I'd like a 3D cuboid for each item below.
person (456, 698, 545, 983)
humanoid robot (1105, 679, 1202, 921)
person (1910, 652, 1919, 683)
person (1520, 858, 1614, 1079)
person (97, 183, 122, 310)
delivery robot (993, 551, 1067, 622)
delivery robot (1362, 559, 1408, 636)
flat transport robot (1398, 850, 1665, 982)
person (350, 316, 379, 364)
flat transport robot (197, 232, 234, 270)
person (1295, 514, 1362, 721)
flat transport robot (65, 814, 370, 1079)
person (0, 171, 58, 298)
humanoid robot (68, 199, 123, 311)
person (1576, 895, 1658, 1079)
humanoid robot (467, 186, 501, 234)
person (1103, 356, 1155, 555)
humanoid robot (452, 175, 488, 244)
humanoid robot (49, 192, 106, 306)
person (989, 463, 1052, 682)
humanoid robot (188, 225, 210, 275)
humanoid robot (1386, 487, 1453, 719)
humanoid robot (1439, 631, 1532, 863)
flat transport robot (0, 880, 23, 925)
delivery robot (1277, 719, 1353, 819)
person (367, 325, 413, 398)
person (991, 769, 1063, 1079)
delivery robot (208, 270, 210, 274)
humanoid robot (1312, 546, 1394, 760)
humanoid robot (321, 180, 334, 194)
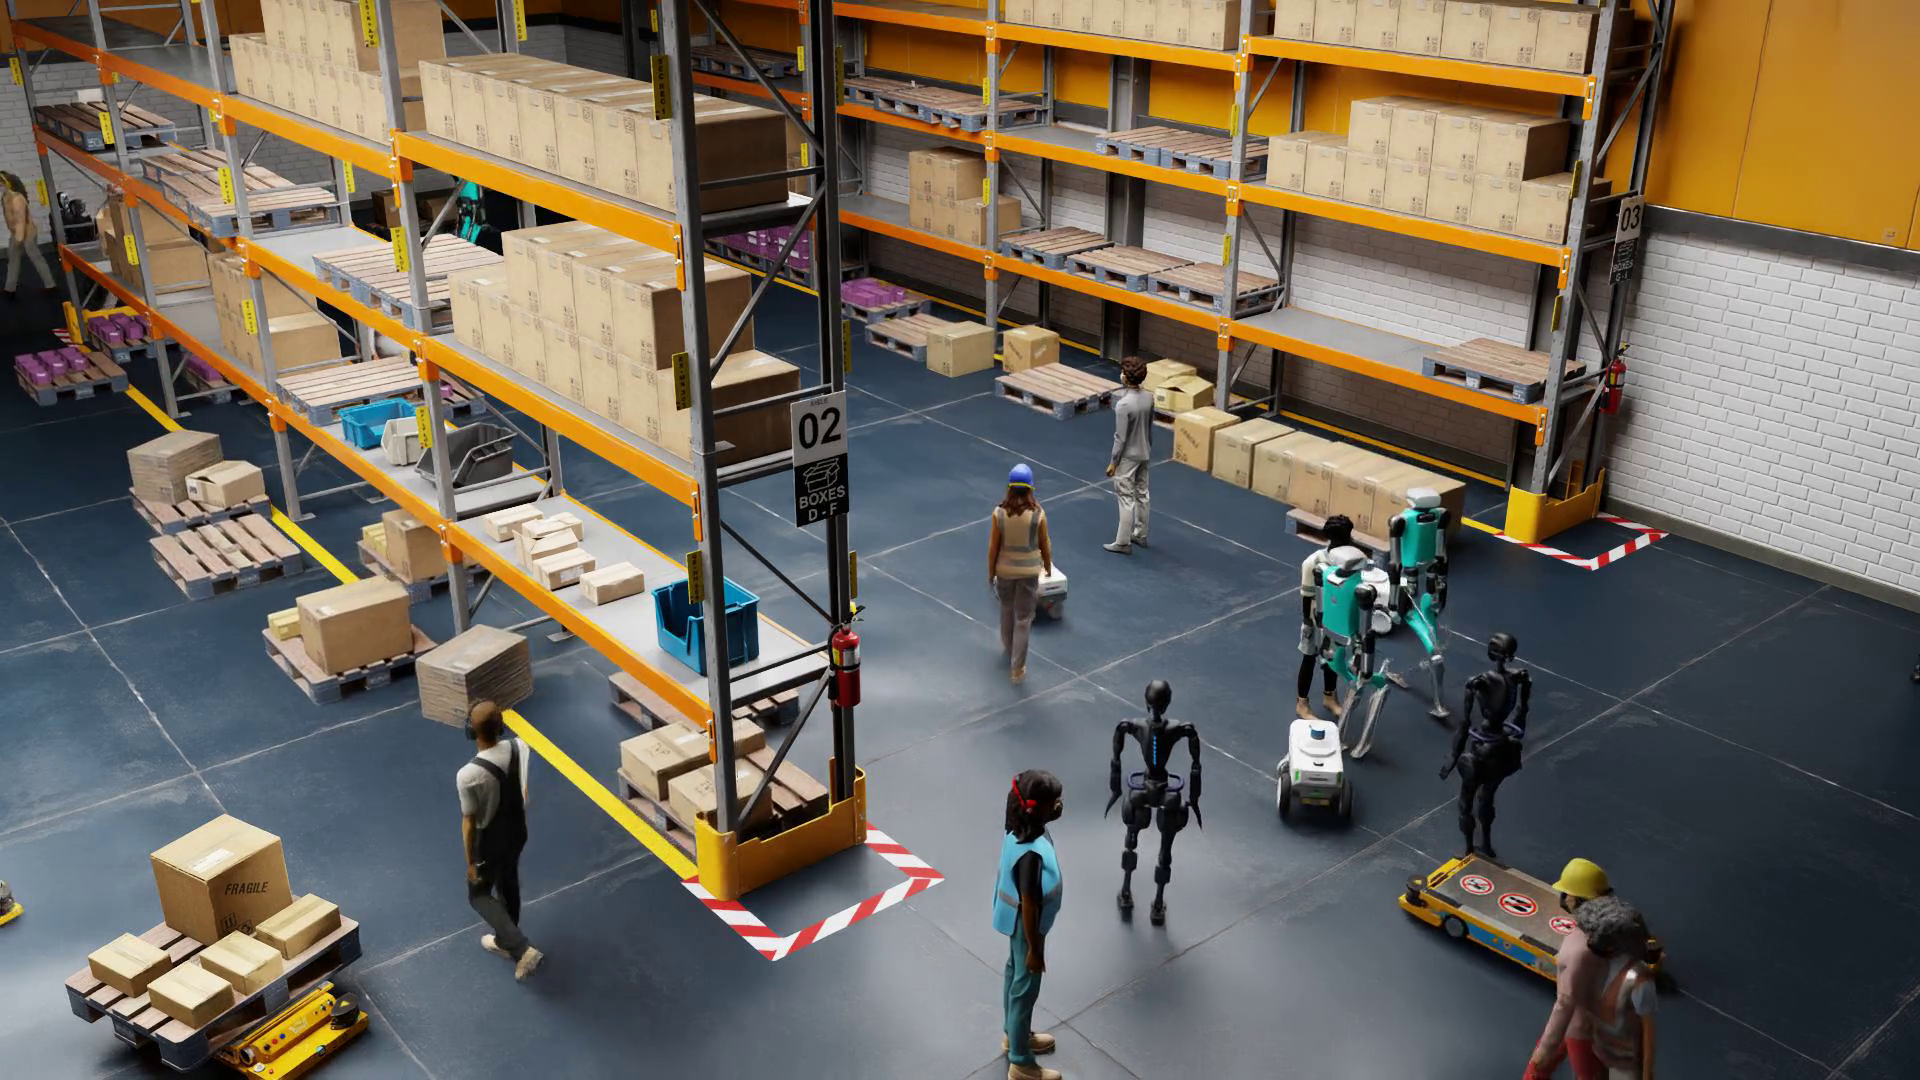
[{"bbox_3d":[-2.670,1.742,9.648,0.620,1.819,0.510,16,28,32],"label":"person"},{"bbox_3d":[1.190,1.580,10.194,0.599,1.649,0.356,4,24,8],"label":"humanoid robot"},{"bbox_3d":[7.808,0.261,12.957,0.549,1.922,0.387,15,28,31],"label":"person"},{"bbox_3d":[3.009,2.387,8.282,0.893,1.705,0.637,11,26,25],"label":"person"},{"bbox_3d":[-11.525,-3.992,22.897,0.650,1.853,1.001,20,31,39],"label":"person"},{"bbox_3d":[0.631,0.353,14.455,0.521,0.586,0.747,-9,25,-21],"label":"delivery robot"},{"bbox_3d":[3.463,0.446,14.240,0.766,0.587,0.499,14,27,30],"label":"delivery robot"},{"bbox_3d":[3.486,2.355,10.190,0.659,0.231,1.431,-21,31,-39],"label":"flat transport robot"},{"bbox_3d":[-7.177,-2.728,20.083,0.495,1.759,0.335,14,27,29],"label":"person"},{"bbox_3d":[-11.020,-3.798,24.439,1.431,0.231,0.659,-10,25,-22],"label":"flat transport robot"},{"bbox_3d":[2.772,0.585,12.490,0.533,1.693,0.320,-10,25,-22],"label":"person"},{"bbox_3d":[-4.131,2.652,9.503,1.431,0.231,0.659,13,27,28],"label":"flat transport robot"},{"bbox_3d":[-13.518,-4.354,23.753,0.616,1.826,0.919,20,30,38],"label":"person"},{"bbox_3d":[-11.948,-3.857,22.858,0.608,1.654,0.685,20,30,38],"label":"humanoid robot"},{"bbox_3d":[3.246,2.468,8.157,0.597,1.658,0.488,-11,26,-24],"label":"person"},{"bbox_3d":[-8.159,-5.910,27.560,1.055,1.769,0.548,9,25,20],"label":"humanoid robot"},{"bbox_3d":[1.594,-0.775,15.384,0.535,1.900,0.394,-21,31,-39],"label":"person"},{"bbox_3d":[-7.441,-4.697,24.741,0.560,1.833,0.852,11,26,24],"label":"humanoid robot"},{"bbox_3d":[-12.467,-4.116,23.470,0.593,1.628,0.759,0,23,0],"label":"humanoid robot"},{"bbox_3d":[0.500,0.206,13.297,0.467,1.747,0.809,6,24,14],"label":"person"},{"bbox_3d":[-10.671,-4.008,23.150,0.365,1.640,0.587,3,24,7],"label":"humanoid robot"},{"bbox_3d":[3.610,0.546,12.610,0.538,1.763,1.028,-9,25,-21],"label":"humanoid robot"},{"bbox_3d":[3.394,1.364,10.719,0.612,1.648,0.311,-10,25,-23],"label":"humanoid robot"},{"bbox_3d":[-6.640,2.235,10.467,1.431,0.231,0.659,13,27,28],"label":"flat transport robot"},{"bbox_3d":[2.469,1.590,11.623,0.525,0.612,0.783,3,24,8],"label":"delivery robot"},{"bbox_3d":[-6.493,-2.234,19.015,0.557,1.699,0.881,-8,25,-17],"label":"person"},{"bbox_3d":[0.364,2.049,8.879,0.395,1.869,0.522,0,23,-1],"label":"person"},{"bbox_3d":[-10.905,-3.624,23.636,0.744,0.564,0.499,-20,30,-38],"label":"delivery robot"},{"bbox_3d":[2.880,0.814,11.920,0.818,1.763,0.549,-15,28,-32],"label":"humanoid robot"},{"bbox_3d":[-8.565,-4.196,23.564,0.747,1.806,0.550,-1,23,-2],"label":"humanoid robot"}]
